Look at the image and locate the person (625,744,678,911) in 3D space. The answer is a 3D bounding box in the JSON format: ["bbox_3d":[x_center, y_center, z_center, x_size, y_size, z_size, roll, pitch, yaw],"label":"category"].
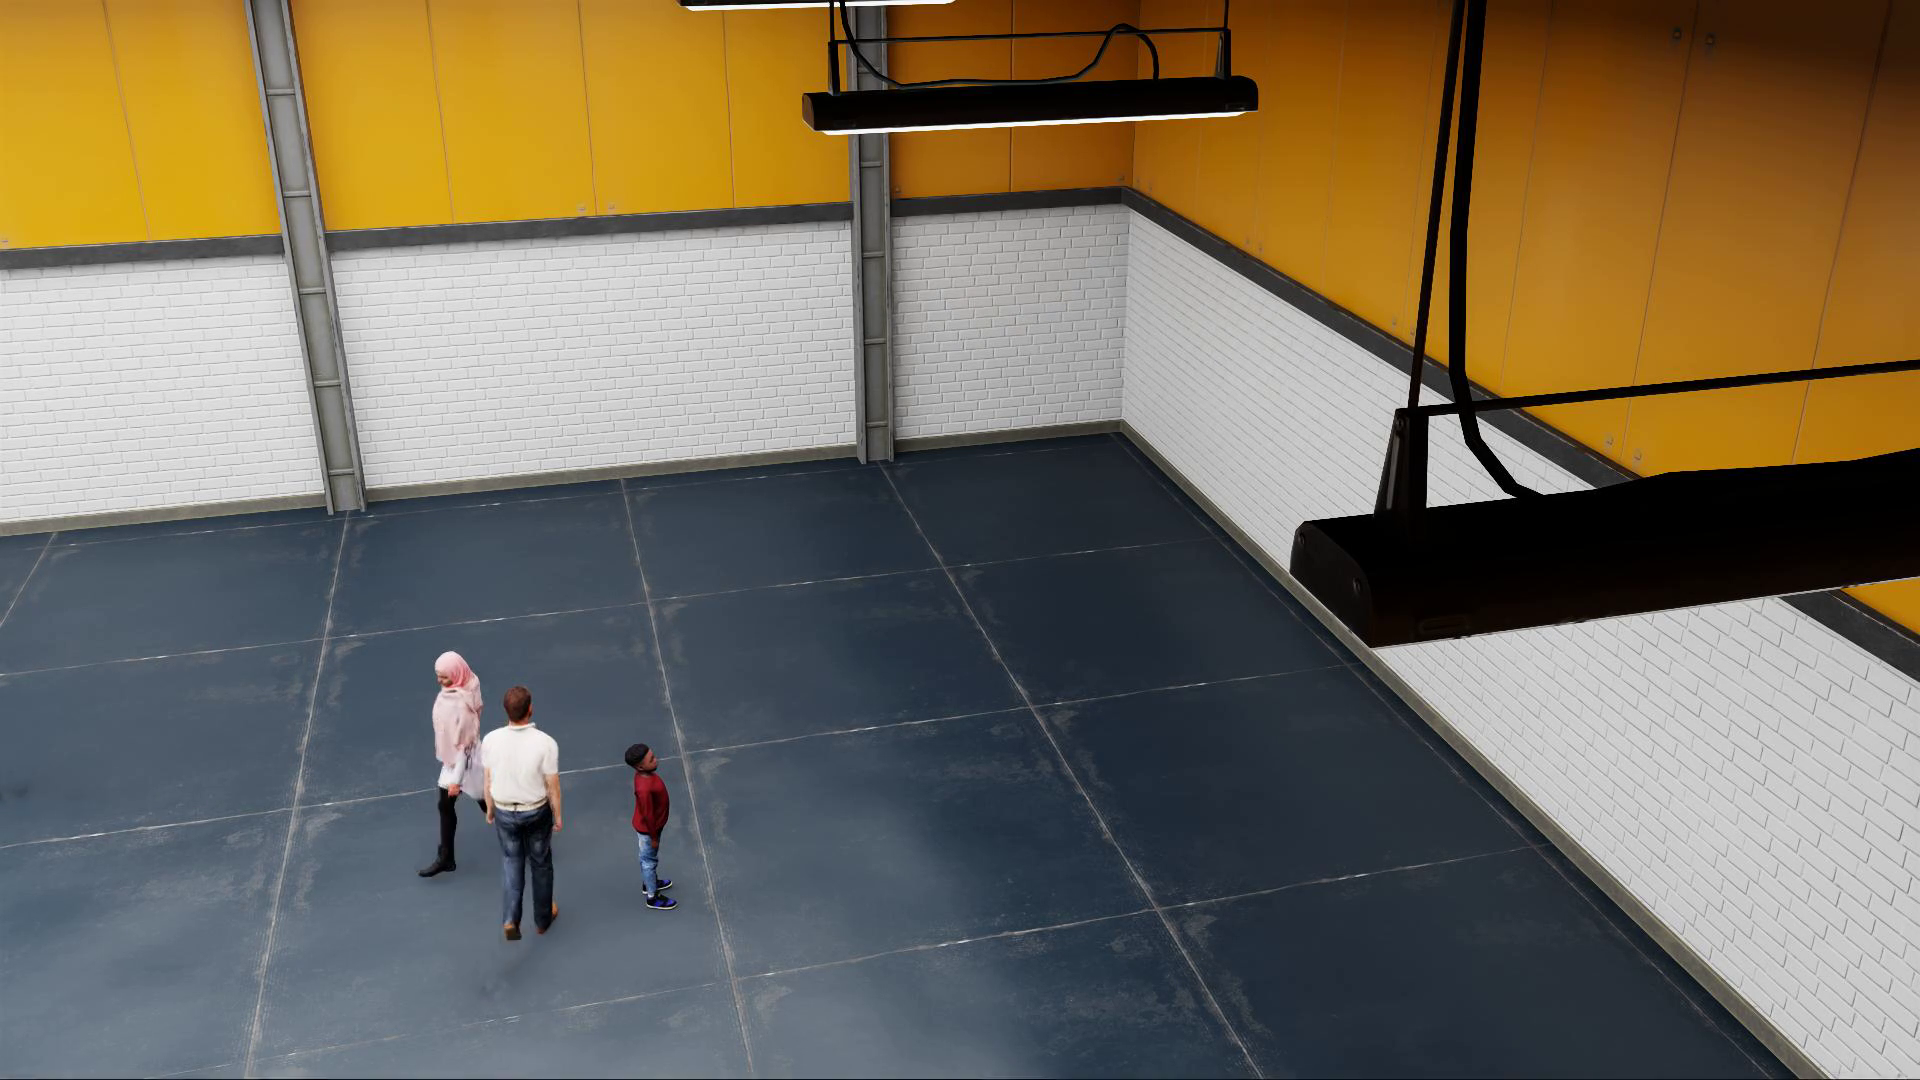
[{"bbox_3d":[-2.177,1.971,11.593,0.479,1.256,0.494,-6,24,-14],"label":"person"}]

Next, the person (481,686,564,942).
[{"bbox_3d":[-2.939,1.883,11.075,0.934,1.834,0.898,1,24,3],"label":"person"}]

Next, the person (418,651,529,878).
[{"bbox_3d":[-3.406,1.589,11.832,1.209,1.765,0.907,-14,27,-30],"label":"person"}]
